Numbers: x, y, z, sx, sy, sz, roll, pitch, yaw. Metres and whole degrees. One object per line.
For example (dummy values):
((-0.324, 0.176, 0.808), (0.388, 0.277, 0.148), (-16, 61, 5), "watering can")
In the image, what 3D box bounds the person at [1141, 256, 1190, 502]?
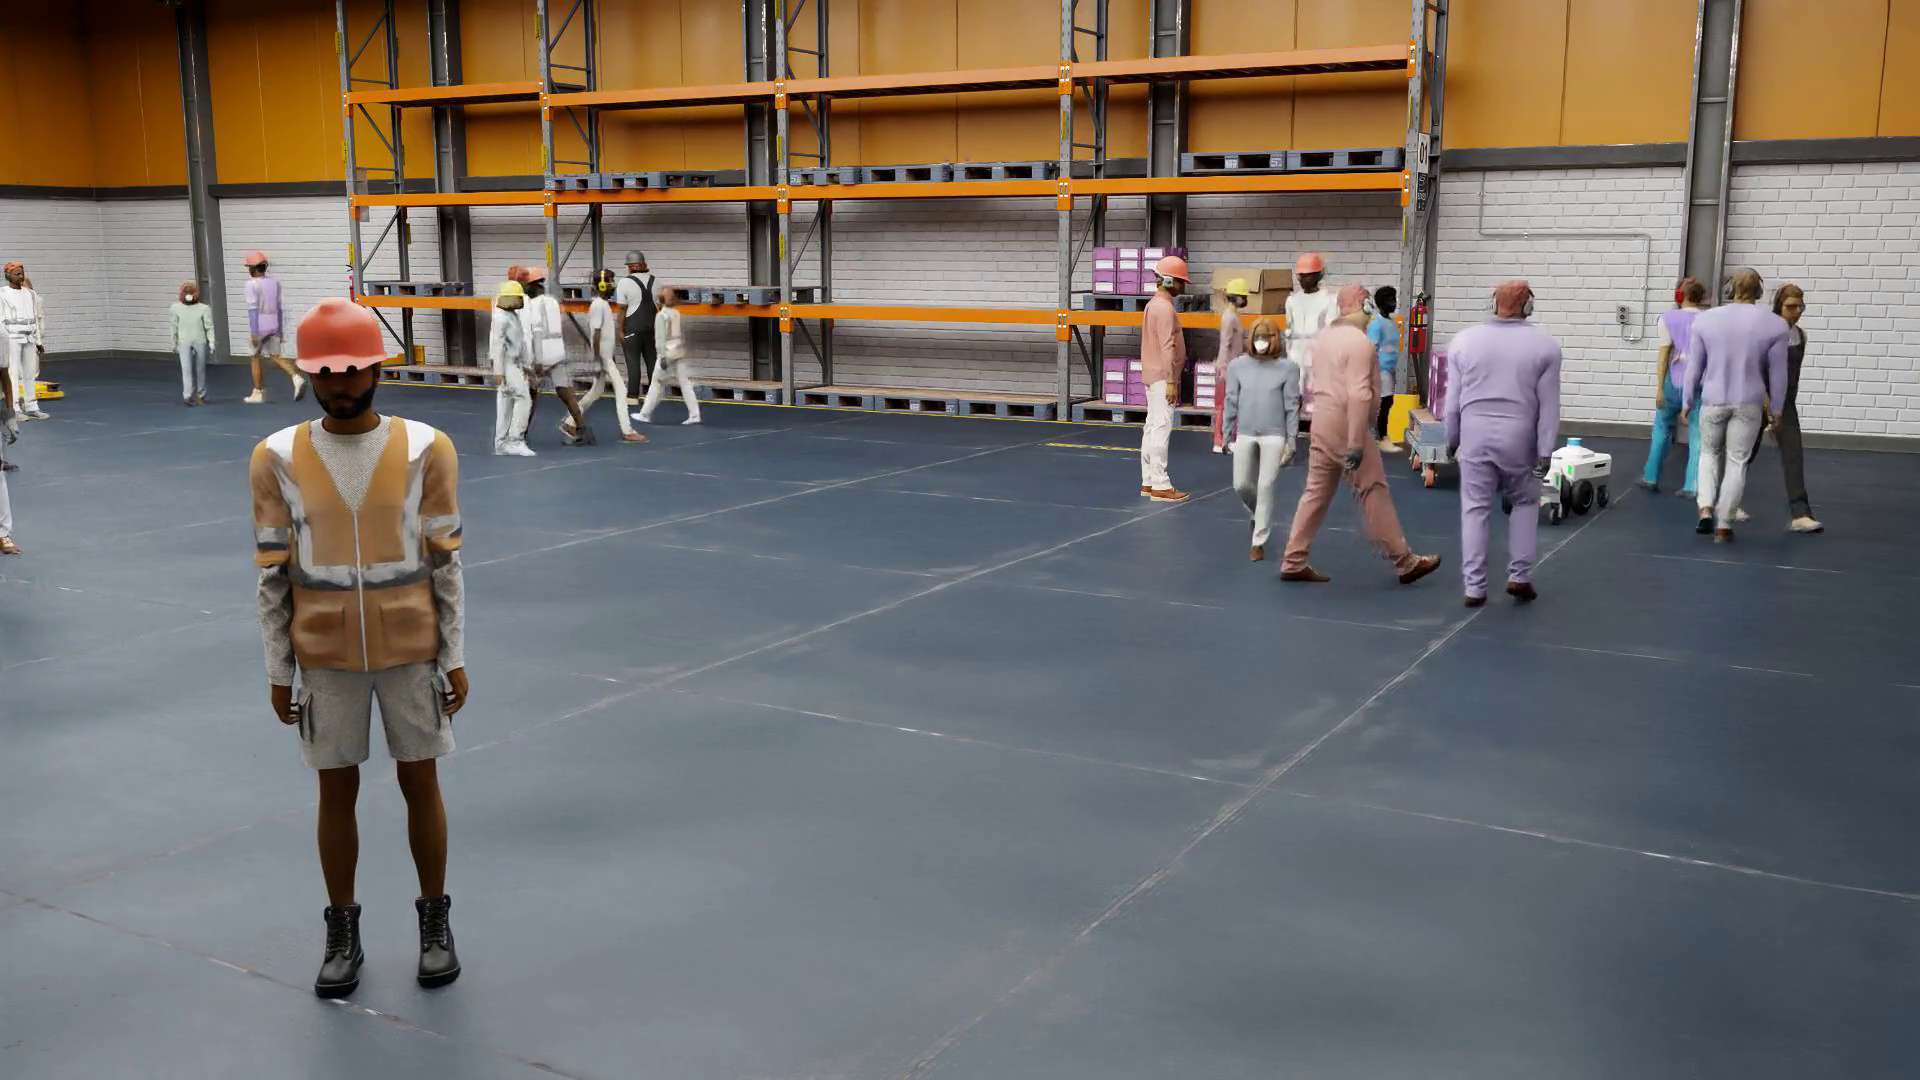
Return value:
((1.671, -1.311, 13.573), (0.391, 1.986, 0.609), (-1, 10, -7), "person")

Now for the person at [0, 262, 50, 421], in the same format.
((-11.174, -2.356, 19.785), (0.355, 1.883, 0.575), (3, 11, 18), "person")

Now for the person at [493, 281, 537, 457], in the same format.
((-4.364, -1.681, 16.397), (0.598, 1.723, 0.490), (0, 10, -1), "person")

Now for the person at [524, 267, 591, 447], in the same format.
((-4.281, -1.881, 17.218), (1.002, 1.864, 0.585), (4, 11, 22), "person")

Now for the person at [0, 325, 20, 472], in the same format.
((-8.815, -1.495, 15.043), (0.403, 1.835, 0.588), (-1, 10, -3), "person")

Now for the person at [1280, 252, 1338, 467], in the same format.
((3.314, -1.705, 15.724), (0.614, 2.012, 0.899), (8, 13, 40), "person")

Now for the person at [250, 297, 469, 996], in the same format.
((-1.637, 0.306, 4.584), (0.542, 1.933, 0.383), (-3, 10, -16), "person")

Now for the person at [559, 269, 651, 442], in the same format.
((-3.795, -1.932, 17.528), (0.926, 1.839, 0.528), (-2, 10, -10), "person")

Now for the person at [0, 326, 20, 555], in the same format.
((-6.569, -0.815, 11.081), (0.513, 1.877, 0.328), (-7, 12, -34), "person")

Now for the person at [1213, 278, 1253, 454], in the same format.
((2.733, -1.700, 16.464), (0.479, 1.753, 0.527), (2, 10, 11), "person")

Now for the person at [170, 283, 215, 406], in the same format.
((-9.905, -2.512, 21.487), (0.521, 1.582, 0.890), (-4, 11, -22), "person")

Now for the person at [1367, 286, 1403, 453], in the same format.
((4.185, -1.719, 16.741), (0.606, 1.674, 0.538), (6, 12, 31), "person")

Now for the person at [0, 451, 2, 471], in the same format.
((-5.687, -0.509, 9.255), (0.463, 1.903, 0.629), (6, 11, 29), "person")

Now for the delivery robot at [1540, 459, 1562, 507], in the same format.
((4.361, -0.464, 12.562), (0.477, 0.478, 0.707), (4, 11, 19), "delivery robot")

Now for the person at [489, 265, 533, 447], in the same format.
((-4.646, -1.865, 17.050), (0.760, 1.877, 0.403), (7, 12, 35), "person")

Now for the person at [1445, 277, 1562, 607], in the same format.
((3.131, -0.562, 9.629), (0.666, 1.887, 0.630), (5, 11, 27), "person")

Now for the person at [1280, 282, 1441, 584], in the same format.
((2.431, -0.644, 10.209), (0.949, 1.846, 0.667), (-2, 10, -13), "person")

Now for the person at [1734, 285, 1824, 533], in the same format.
((5.977, -0.970, 12.220), (0.496, 1.795, 0.940), (-2, 10, -11), "person")

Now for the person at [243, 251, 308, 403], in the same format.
((-9.070, -2.784, 21.852), (0.873, 2.016, 0.618), (3, 11, 19), "person")

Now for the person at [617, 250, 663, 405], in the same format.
((-4.241, -2.804, 21.873), (0.683, 2.000, 0.535), (-9, 13, -41), "person")

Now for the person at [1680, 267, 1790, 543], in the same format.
((5.414, -0.937, 11.634), (0.669, 1.917, 0.445), (6, 12, 30), "person")

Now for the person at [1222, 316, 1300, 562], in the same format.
((2.014, -0.690, 11.084), (0.511, 1.613, 0.560), (4, 11, 22), "person")

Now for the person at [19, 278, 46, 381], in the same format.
((-13.926, -3.103, 24.844), (0.497, 1.590, 0.852), (-6, 11, -29), "person")

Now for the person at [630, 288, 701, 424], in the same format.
((-3.404, -2.128, 19.322), (0.877, 1.589, 0.544), (4, 11, 21), "person")

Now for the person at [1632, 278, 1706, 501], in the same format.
((5.946, -1.256, 13.777), (0.596, 1.799, 0.868), (-1, 10, -7), "person")

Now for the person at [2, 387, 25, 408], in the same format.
((-12.005, -2.436, 20.378), (0.881, 1.832, 0.534), (-5, 11, -27), "person")

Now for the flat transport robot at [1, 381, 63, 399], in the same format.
((-12.907, -2.046, 22.589), (1.431, 0.197, 0.652), (6, 12, 31), "flat transport robot")

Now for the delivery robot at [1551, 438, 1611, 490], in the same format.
((4.834, -0.563, 13.124), (0.707, 0.478, 0.477), (-9, 14, -42), "delivery robot")
